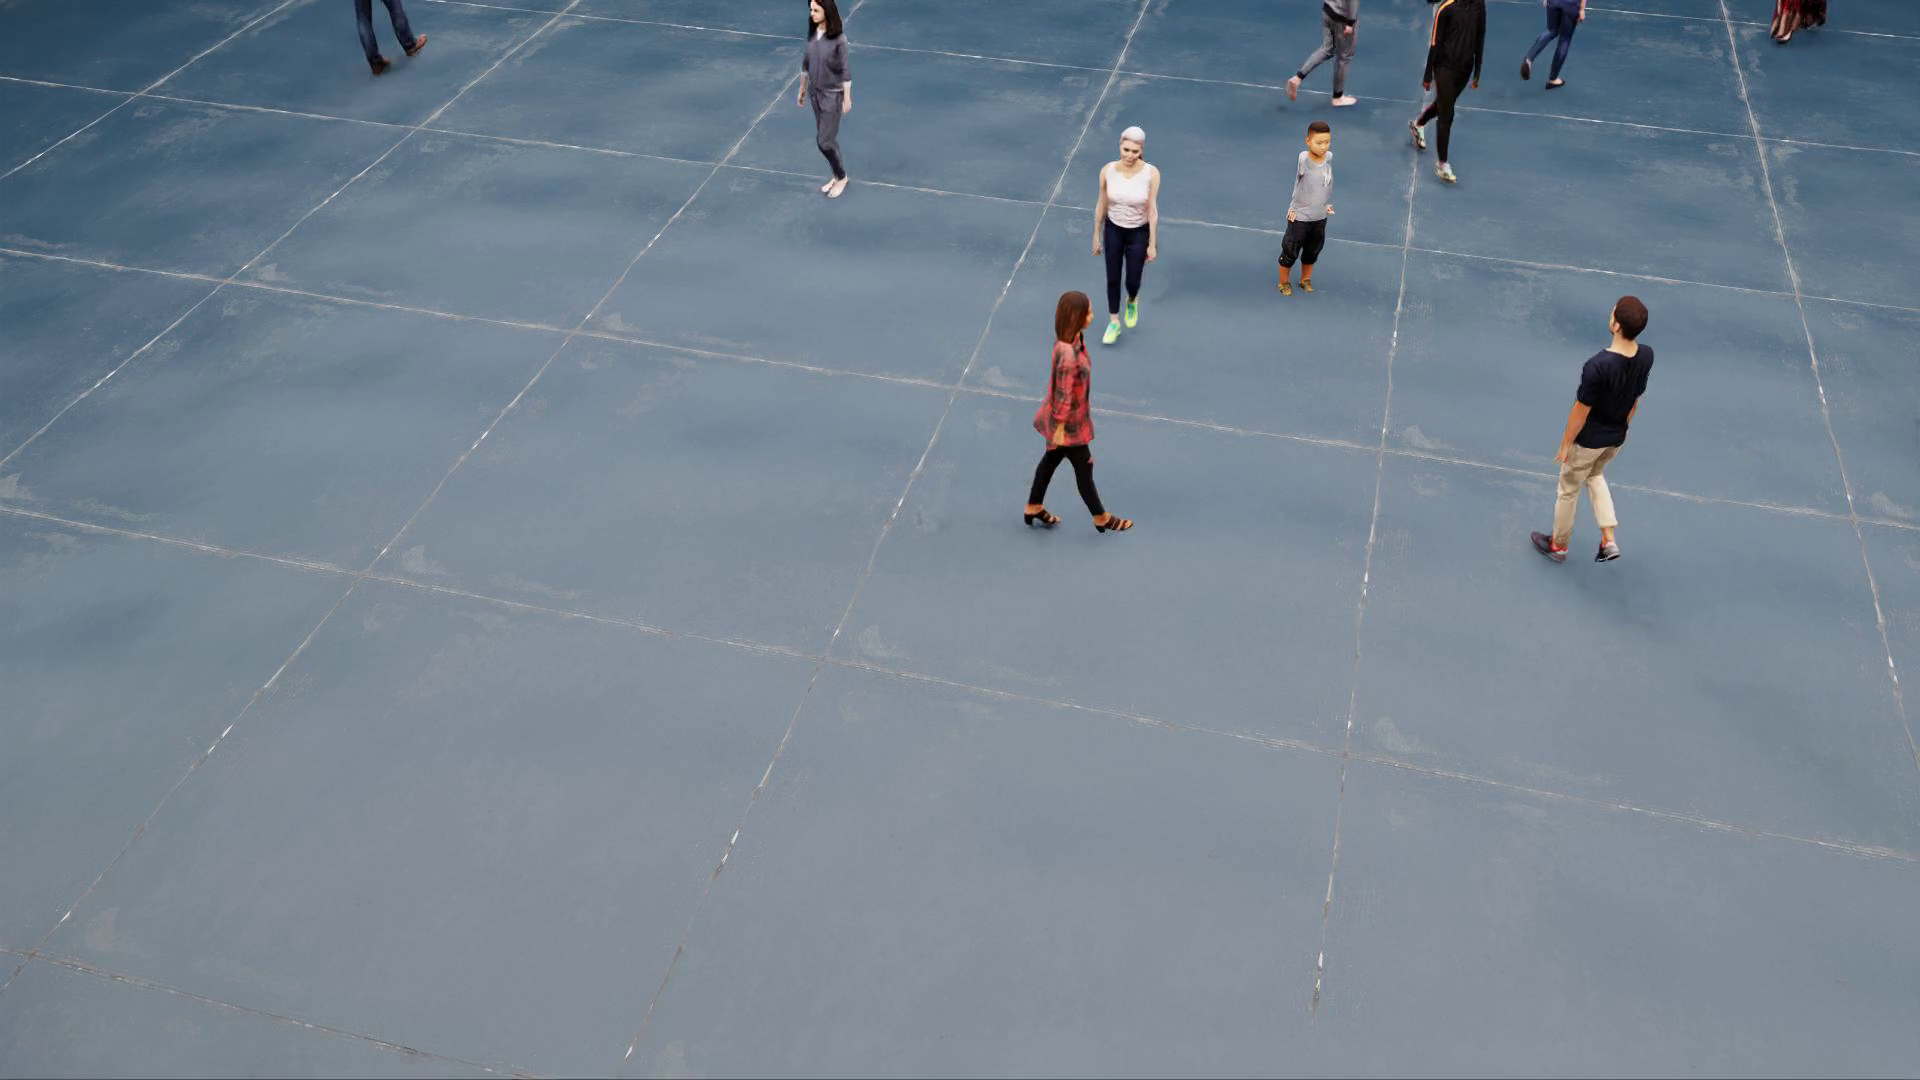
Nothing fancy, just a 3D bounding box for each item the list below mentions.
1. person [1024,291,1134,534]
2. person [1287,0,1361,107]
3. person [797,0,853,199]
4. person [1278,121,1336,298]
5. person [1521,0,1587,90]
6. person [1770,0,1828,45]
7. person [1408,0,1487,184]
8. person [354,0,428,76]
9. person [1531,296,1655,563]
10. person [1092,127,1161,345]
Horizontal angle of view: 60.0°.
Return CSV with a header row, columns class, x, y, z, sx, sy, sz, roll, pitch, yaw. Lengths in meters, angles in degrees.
class,x,y,z,sx,sy,sz,roll,pitch,yaw
person,0.578,-0.750,10.159,0.799,1.671,0.905,3,38,4
person,3.415,-4.834,15.257,1.052,1.821,1.036,-11,39,-14
person,-1.042,-3.740,13.920,0.730,1.747,0.774,31,47,33
person,2.654,-2.557,12.647,0.632,1.452,0.662,-13,40,-16
person,5.633,-5.061,15.638,0.885,1.710,0.822,-20,42,-24
person,8.572,-5.812,16.668,0.856,1.623,0.974,30,47,32
person,4.180,-4.071,14.324,1.086,1.770,1.265,-13,40,-16
person,-5.713,-5.400,15.928,0.742,1.887,0.991,9,39,12
person,3.804,-0.564,9.775,0.902,1.850,0.980,-15,40,-18
person,1.228,-2.234,12.039,0.636,1.692,0.687,13,40,16
